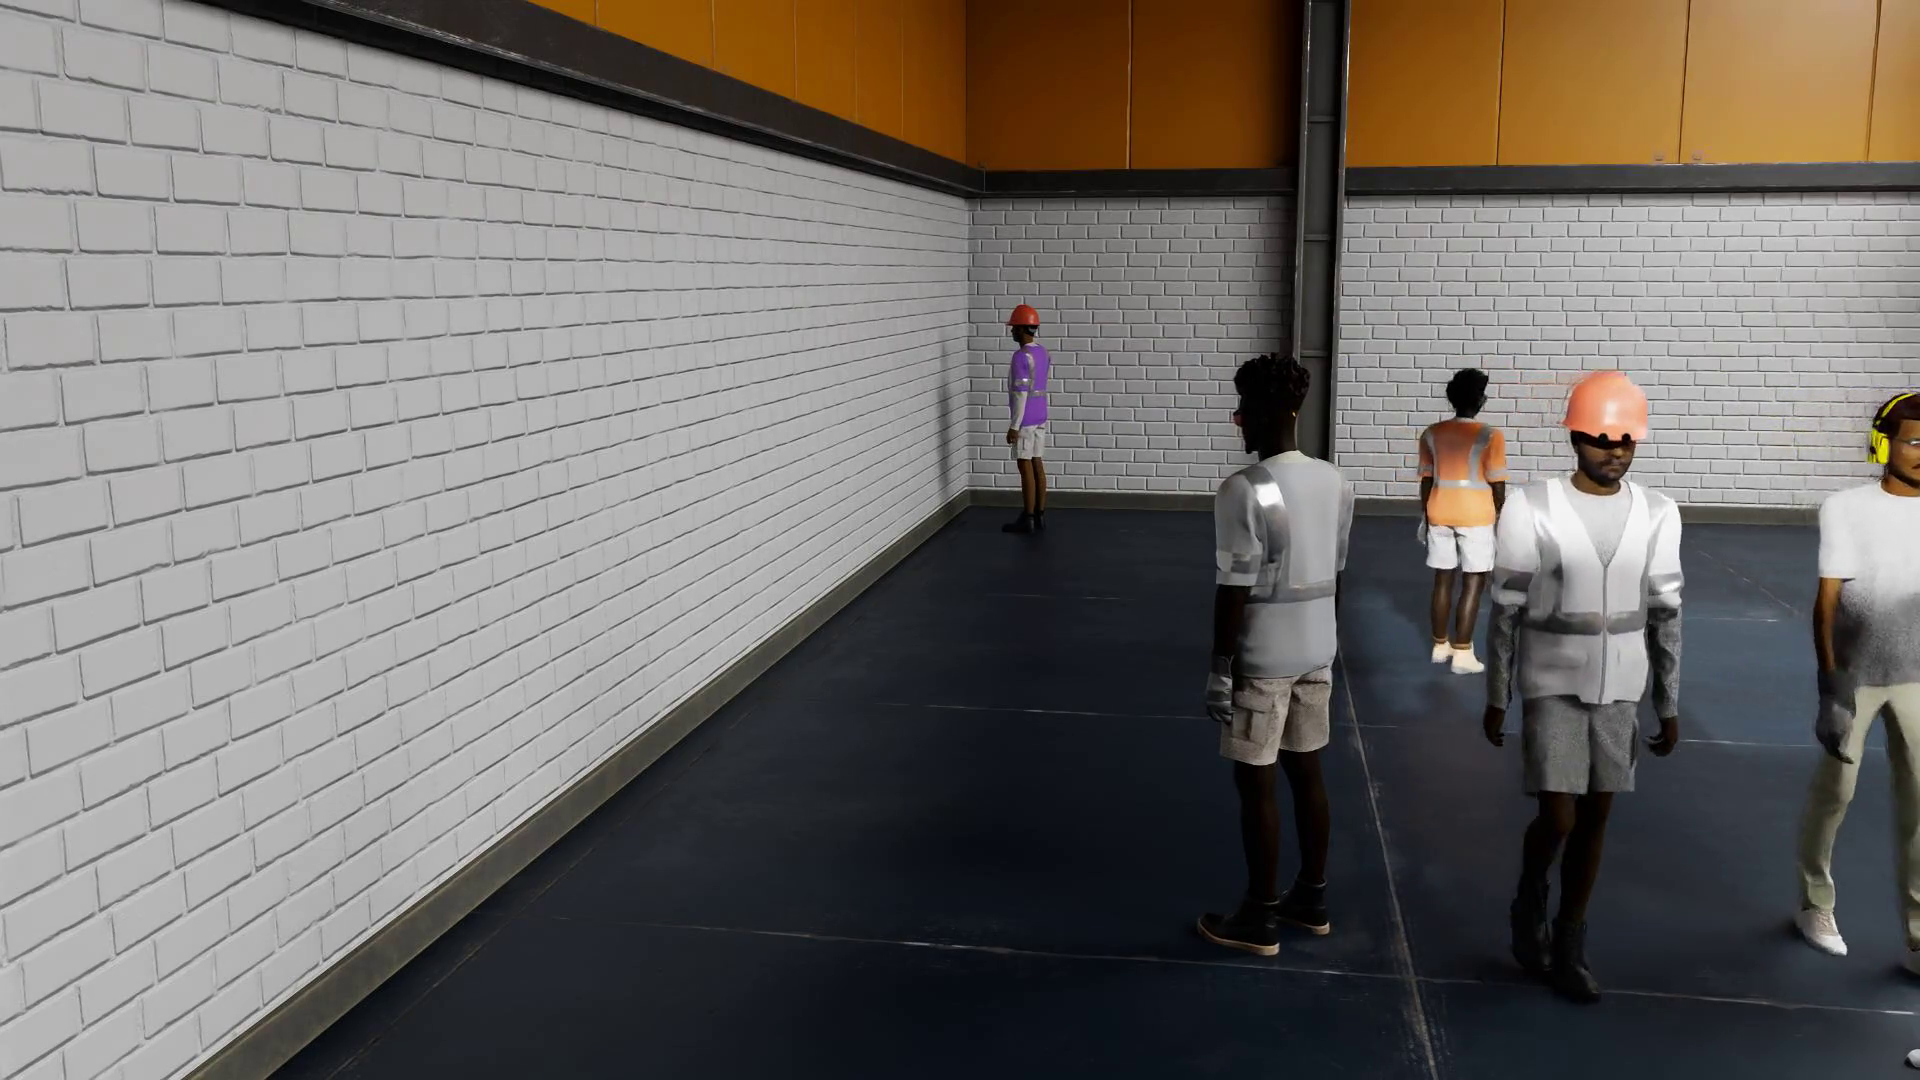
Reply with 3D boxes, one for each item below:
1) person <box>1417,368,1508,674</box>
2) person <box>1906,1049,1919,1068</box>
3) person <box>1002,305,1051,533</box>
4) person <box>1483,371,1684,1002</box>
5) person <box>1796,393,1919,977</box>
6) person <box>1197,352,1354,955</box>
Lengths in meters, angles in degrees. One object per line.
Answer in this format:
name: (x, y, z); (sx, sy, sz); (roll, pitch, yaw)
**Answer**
person: (2.805, -0.111, 9.271); (0.329, 1.699, 0.541); (-7, 12, -39)
person: (2.842, 0.698, 4.413); (0.275, 1.632, 0.507); (-3, 10, -19)
person: (0.552, -1.026, 14.165); (0.361, 1.940, 0.543); (5, 10, 27)
person: (1.897, 0.453, 5.034); (0.570, 1.923, 0.401); (-1, 9, -4)
person: (2.952, 0.462, 5.252); (0.561, 1.863, 0.571); (0, 9, 0)
person: (1.032, 0.369, 5.464); (0.607, 1.958, 0.378); (-8, 12, -41)
